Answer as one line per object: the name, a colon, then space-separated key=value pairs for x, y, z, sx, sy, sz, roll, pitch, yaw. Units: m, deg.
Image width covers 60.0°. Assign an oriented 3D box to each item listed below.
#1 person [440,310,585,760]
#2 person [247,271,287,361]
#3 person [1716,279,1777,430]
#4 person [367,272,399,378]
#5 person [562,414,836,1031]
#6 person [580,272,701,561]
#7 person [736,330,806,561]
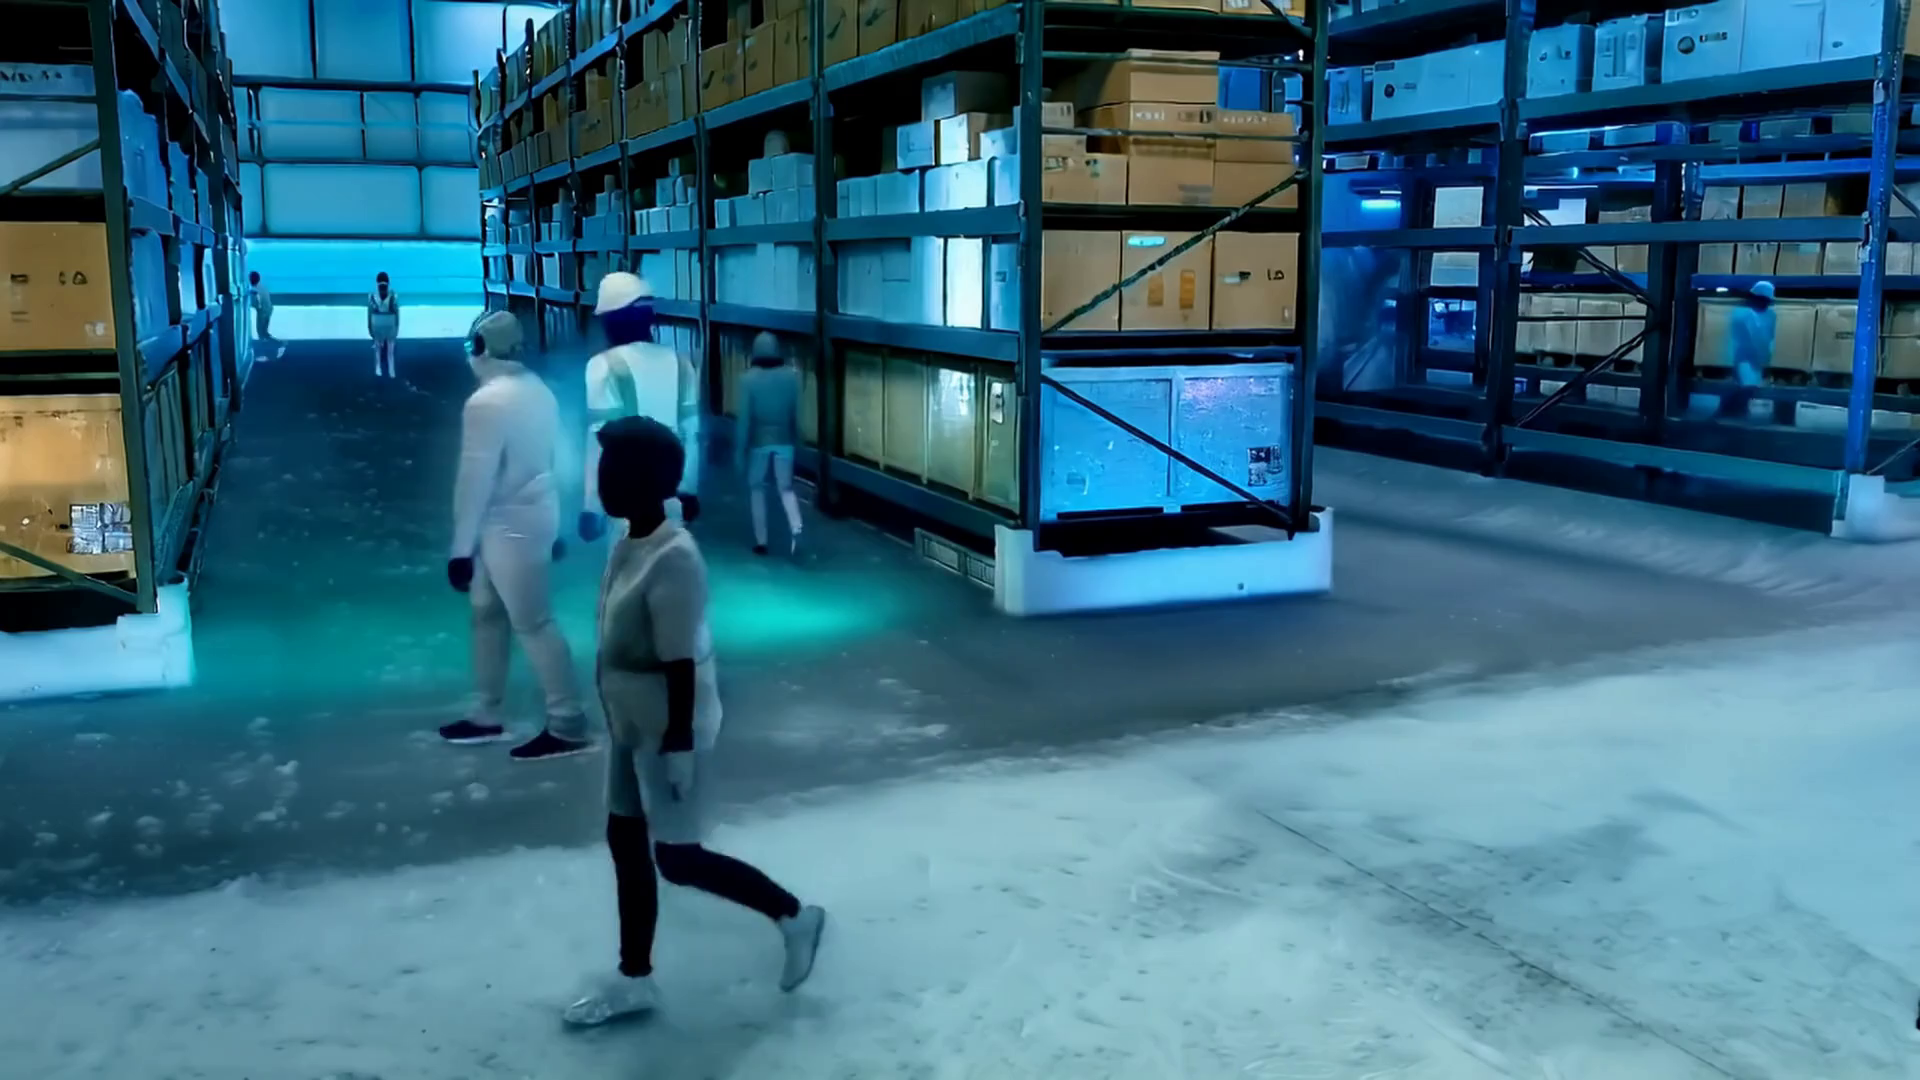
person: x=-1.956 y=-0.016 z=6.965 sx=0.822 sy=1.860 sz=0.801 roll=1 pitch=10 yaw=6
person: x=-14.606 y=-4.697 z=34.924 sx=0.593 sy=1.911 sz=0.642 roll=-3 pitch=10 yaw=-17
person: x=9.305 y=-2.146 z=19.717 sx=0.555 sy=1.893 sz=0.801 roll=-2 pitch=10 yaw=-11
person: x=-10.465 y=-3.909 z=30.185 sx=0.557 sy=1.913 sz=0.776 roll=-4 pitch=10 yaw=-25
person: x=-0.728 y=0.495 z=4.495 sx=0.670 sy=1.681 sz=0.543 roll=-4 pitch=10 yaw=-25
person: x=-1.505 y=-0.246 z=7.928 sx=0.472 sy=2.028 sz=0.712 roll=7 pitch=12 yaw=36
person: x=-1.284 y=-0.644 z=11.529 sx=0.506 sy=1.610 sz=0.686 roll=-4 pitch=10 yaw=-25
